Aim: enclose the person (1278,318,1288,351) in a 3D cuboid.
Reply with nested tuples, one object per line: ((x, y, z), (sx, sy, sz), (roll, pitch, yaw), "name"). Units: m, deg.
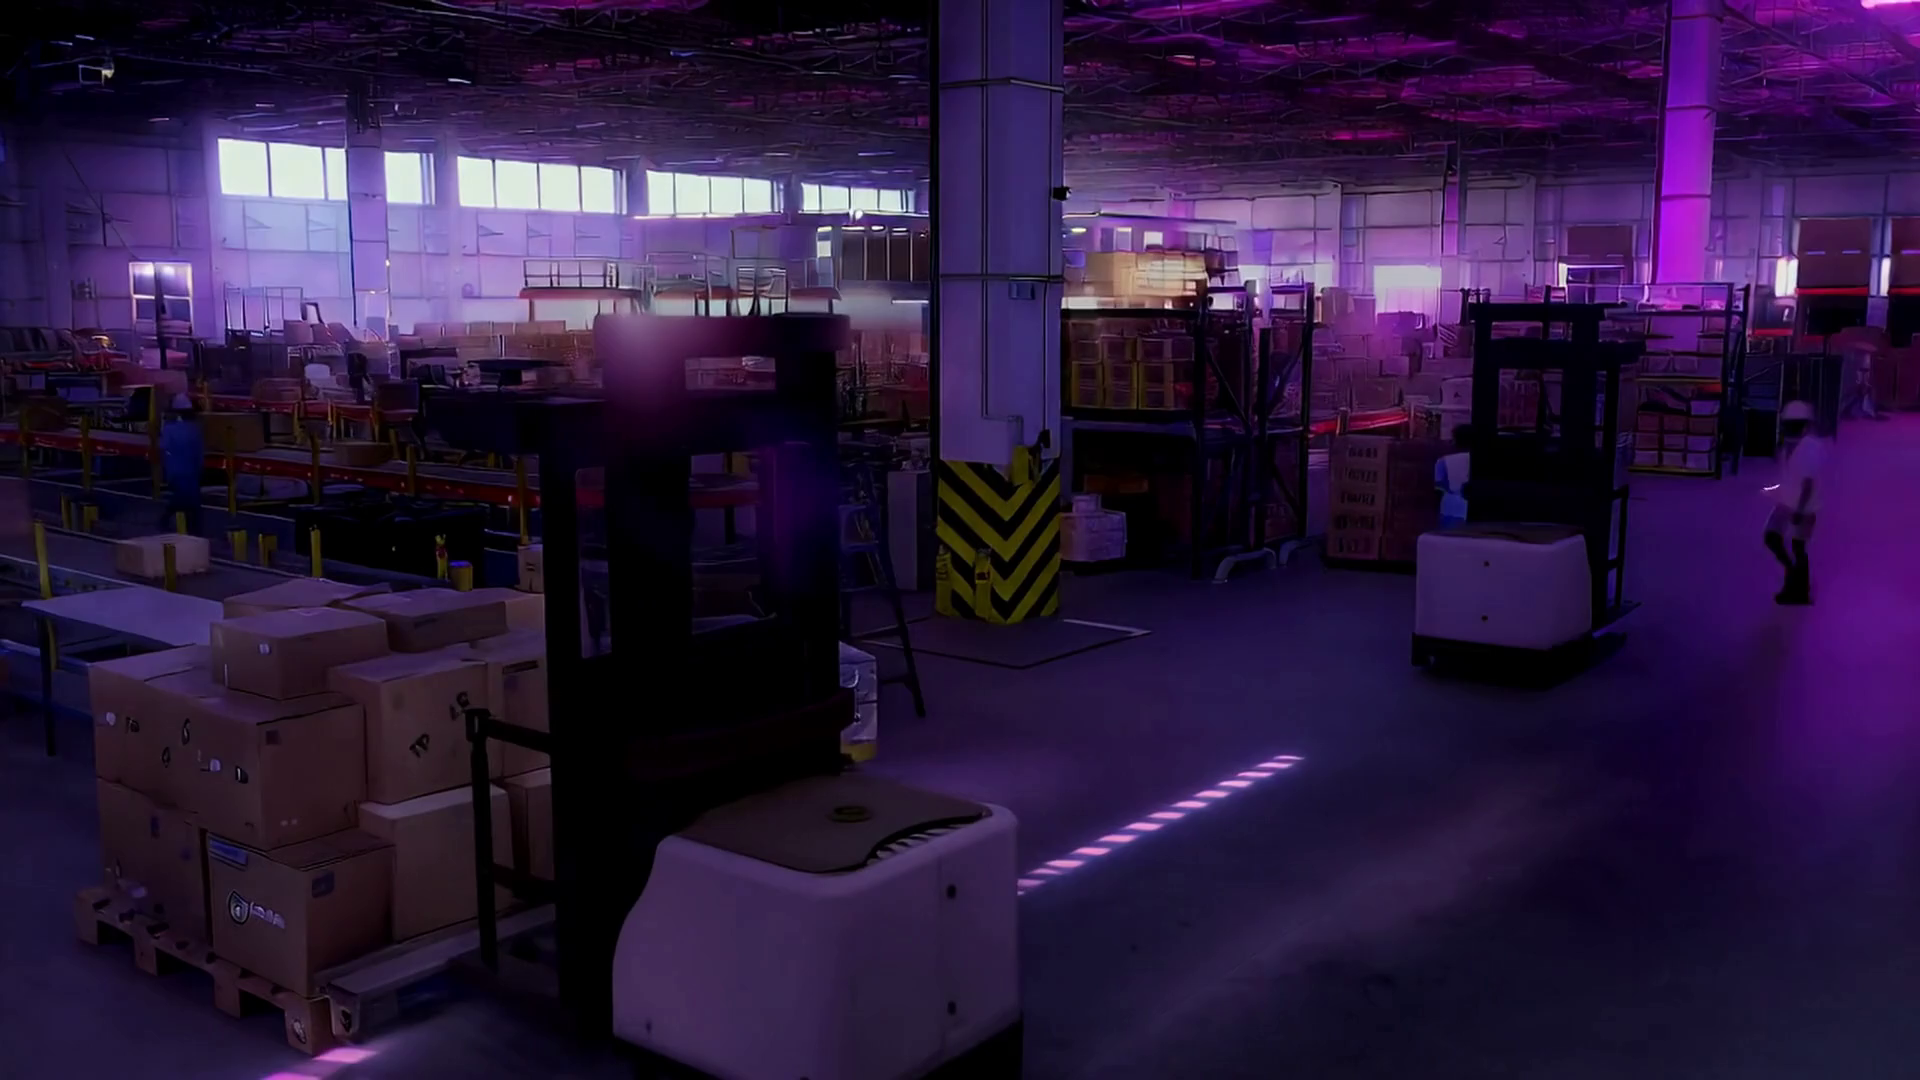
((15.378, -9.803, 79.114), (0.615, 1.944, 0.404), (-3, 9, -18), "person")

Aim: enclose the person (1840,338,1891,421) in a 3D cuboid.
((20.490, -3.611, 37.599), (1.023, 1.879, 0.573), (5, 10, 31), "person")

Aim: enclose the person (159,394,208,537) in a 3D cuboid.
((-8.892, -0.791, 18.991), (0.484, 1.757, 0.523), (4, 9, 26), "person")

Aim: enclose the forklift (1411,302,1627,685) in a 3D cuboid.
((4.379, -0.438, 12.852), (1.129, 2.768, 1.873), (7, 11, 37), "forklift")

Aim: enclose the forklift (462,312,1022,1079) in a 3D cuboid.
((-0.796, 0.585, 5.952), (1.873, 2.768, 1.129), (7, 11, 37), "forklift")

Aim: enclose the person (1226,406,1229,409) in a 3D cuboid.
((4.968, -2.335, 29.815), (0.505, 1.636, 0.278), (-6, 10, -35), "person")

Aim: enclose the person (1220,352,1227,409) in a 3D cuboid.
((5.153, -2.742, 31.990), (0.584, 1.811, 0.805), (8, 12, 44), "person")

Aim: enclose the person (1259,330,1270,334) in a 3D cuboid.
((13.006, -8.518, 71.237), (0.493, 1.712, 0.815), (2, 9, 13), "person")

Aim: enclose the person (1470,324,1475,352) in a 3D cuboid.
((24.994, -9.917, 80.438), (0.934, 1.784, 0.653), (0, 8, -3), "person")

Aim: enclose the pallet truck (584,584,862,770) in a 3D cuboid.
((-1.426, 0.805, 10.019), (1.601, 1.201, 0.680), (-4, 9, -26), "pallet truck")

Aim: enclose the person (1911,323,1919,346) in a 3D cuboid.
((34.280, -6.843, 59.527), (0.429, 1.842, 0.626), (2, 9, 15), "person")

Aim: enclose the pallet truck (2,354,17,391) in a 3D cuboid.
((-24.881, -4.417, 42.634), (1.885, 1.965, 0.823), (8, 11, 41), "pallet truck")

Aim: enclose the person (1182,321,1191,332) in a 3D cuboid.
((7.632, -6.431, 56.366), (0.644, 1.951, 0.539), (-1, 9, -9), "person")

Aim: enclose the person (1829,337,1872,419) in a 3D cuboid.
((20.629, -3.750, 38.509), (0.904, 1.901, 0.537), (6, 10, 36), "person")

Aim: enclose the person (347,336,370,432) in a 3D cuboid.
((-12.550, -3.252, 34.741), (0.663, 2.027, 0.430), (7, 11, 38), "person")

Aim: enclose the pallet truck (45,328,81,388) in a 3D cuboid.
((-23.775, -4.544, 43.495), (1.885, 1.965, 0.823), (6, 10, 35), "pallet truck")

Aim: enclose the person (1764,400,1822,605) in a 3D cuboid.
((7.738, -0.337, 15.413), (0.419, 1.922, 0.553), (-1, 8, -4), "person")

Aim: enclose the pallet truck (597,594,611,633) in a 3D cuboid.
((-3.115, 0.344, 12.883), (0.653, 1.274, 1.630), (7, 11, 37), "pallet truck")

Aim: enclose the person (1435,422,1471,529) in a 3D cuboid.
((4.733, -0.268, 15.662), (0.541, 1.686, 0.365), (6, 11, 37), "person")
